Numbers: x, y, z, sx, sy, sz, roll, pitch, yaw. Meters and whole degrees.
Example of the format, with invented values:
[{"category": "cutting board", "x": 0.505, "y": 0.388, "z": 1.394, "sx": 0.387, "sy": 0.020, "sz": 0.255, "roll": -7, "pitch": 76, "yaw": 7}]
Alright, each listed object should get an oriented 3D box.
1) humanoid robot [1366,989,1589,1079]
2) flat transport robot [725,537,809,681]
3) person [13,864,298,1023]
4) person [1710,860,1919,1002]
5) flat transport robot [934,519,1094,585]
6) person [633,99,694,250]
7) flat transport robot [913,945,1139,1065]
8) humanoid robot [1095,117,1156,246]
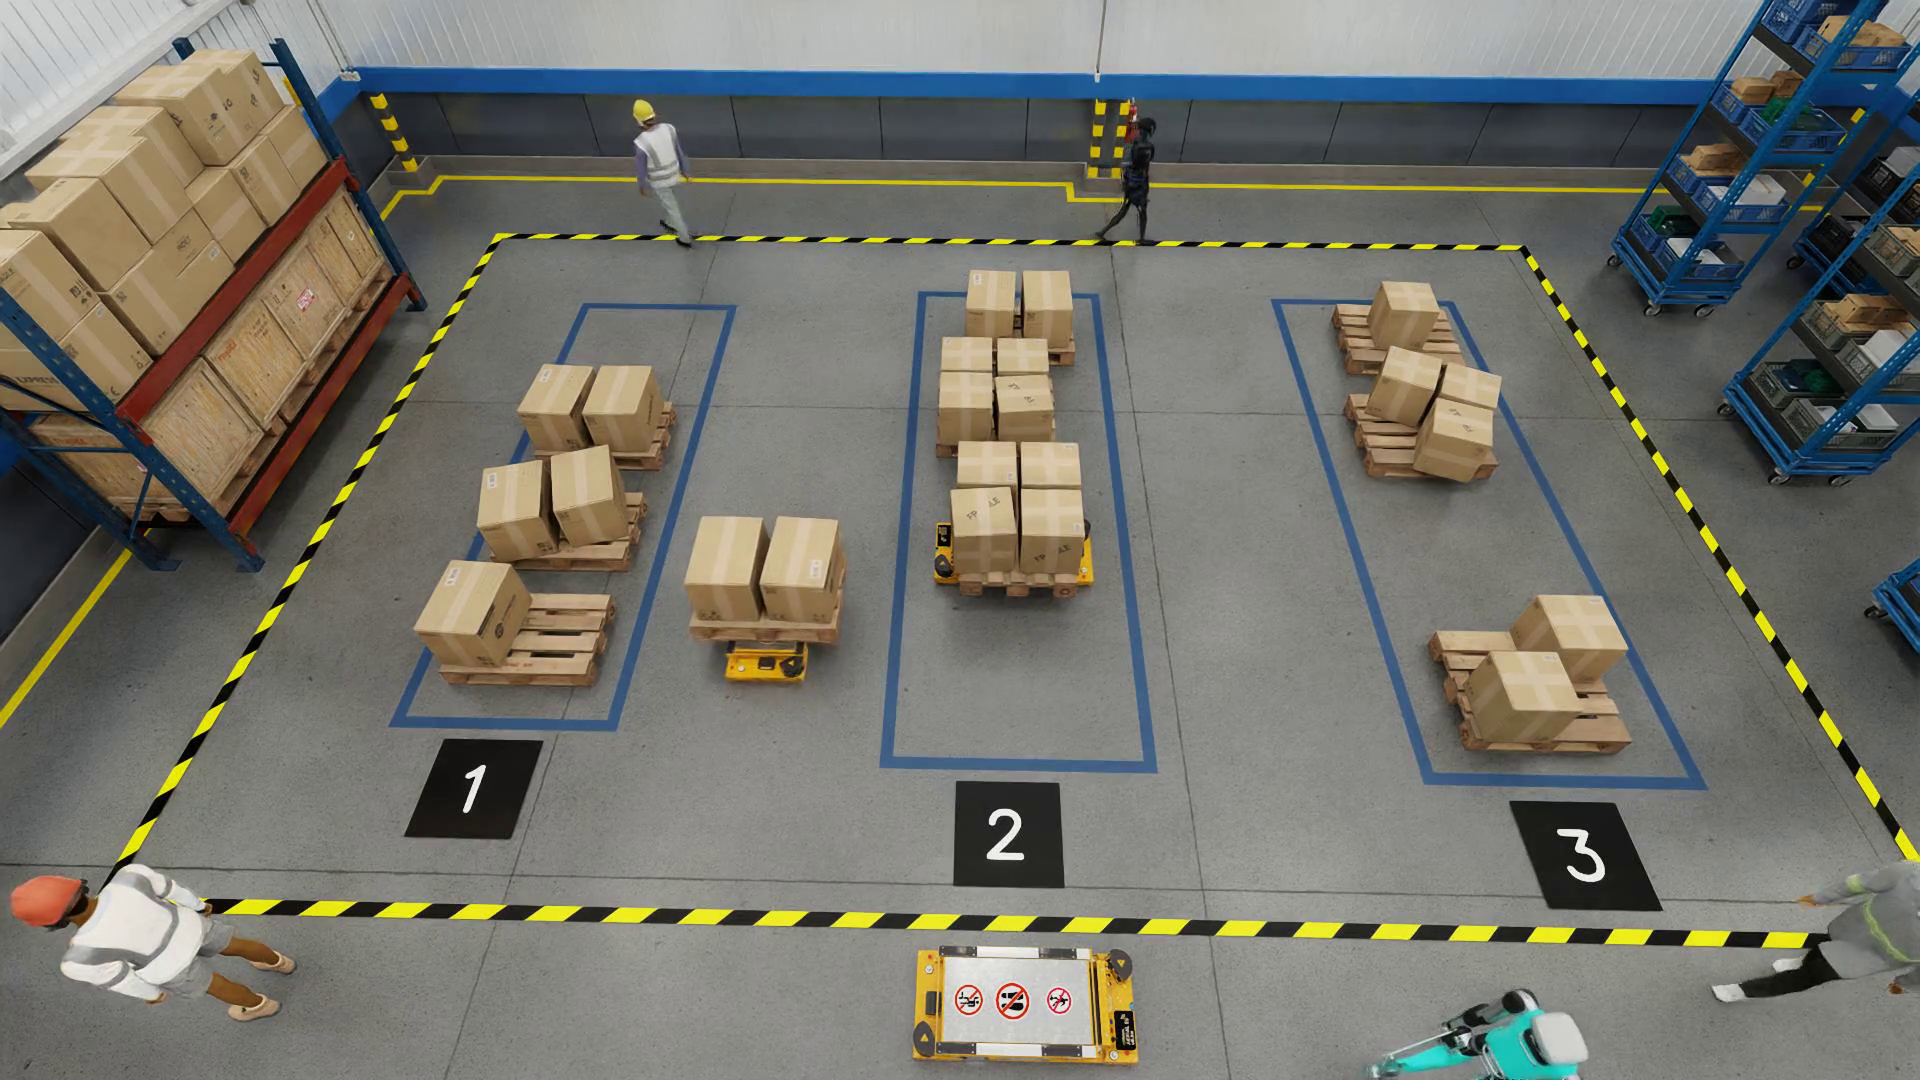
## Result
[{"category": "humanoid robot", "x": 2.773, "y": 2.985, "z": 5.107, "sx": 1.034, "sy": 1.732, "sz": 0.545, "roll": -11, "pitch": 52, "yaw": -9}, {"category": "flat transport robot", "x": -1.605, "y": 0.563, "z": 8.009, "sx": 0.652, "sy": 0.197, "sz": 1.431, "roll": 1, "pitch": 51, "yaw": 1}, {"category": "person", "x": -4.664, "y": 2.396, "z": 5.391, "sx": 0.372, "sy": 2.042, "sz": 0.606, "roll": 0, "pitch": 51, "yaw": 0}, {"category": "person", "x": 5.413, "y": 2.399, "z": 5.533, "sx": 0.937, "sy": 1.813, "sz": 0.609, "roll": -2, "pitch": 51, "yaw": -2}, {"category": "flat transport robot", "x": 0.490, "y": 0.087, "z": 8.397, "sx": 1.431, "sy": 0.197, "sz": 0.652, "roll": 1, "pitch": 51, "yaw": 1}, {"category": "person", "x": -3.688, "y": -4.433, "z": 11.105, "sx": 0.806, "sy": 1.800, "sz": 0.624, "roll": 28, "pitch": 56, "yaw": 21}, {"category": "flat transport robot", "x": 0.422, "y": 3.041, "z": 6.007, "sx": 1.431, "sy": 0.231, "sz": 0.659, "roll": 1, "pitch": 51, "yaw": 1}, {"category": "humanoid robot", "x": 2.096, "y": -4.320, "z": 11.132, "sx": 0.743, "sy": 1.655, "sz": 0.591, "roll": -6, "pitch": 51, "yaw": -5}]
